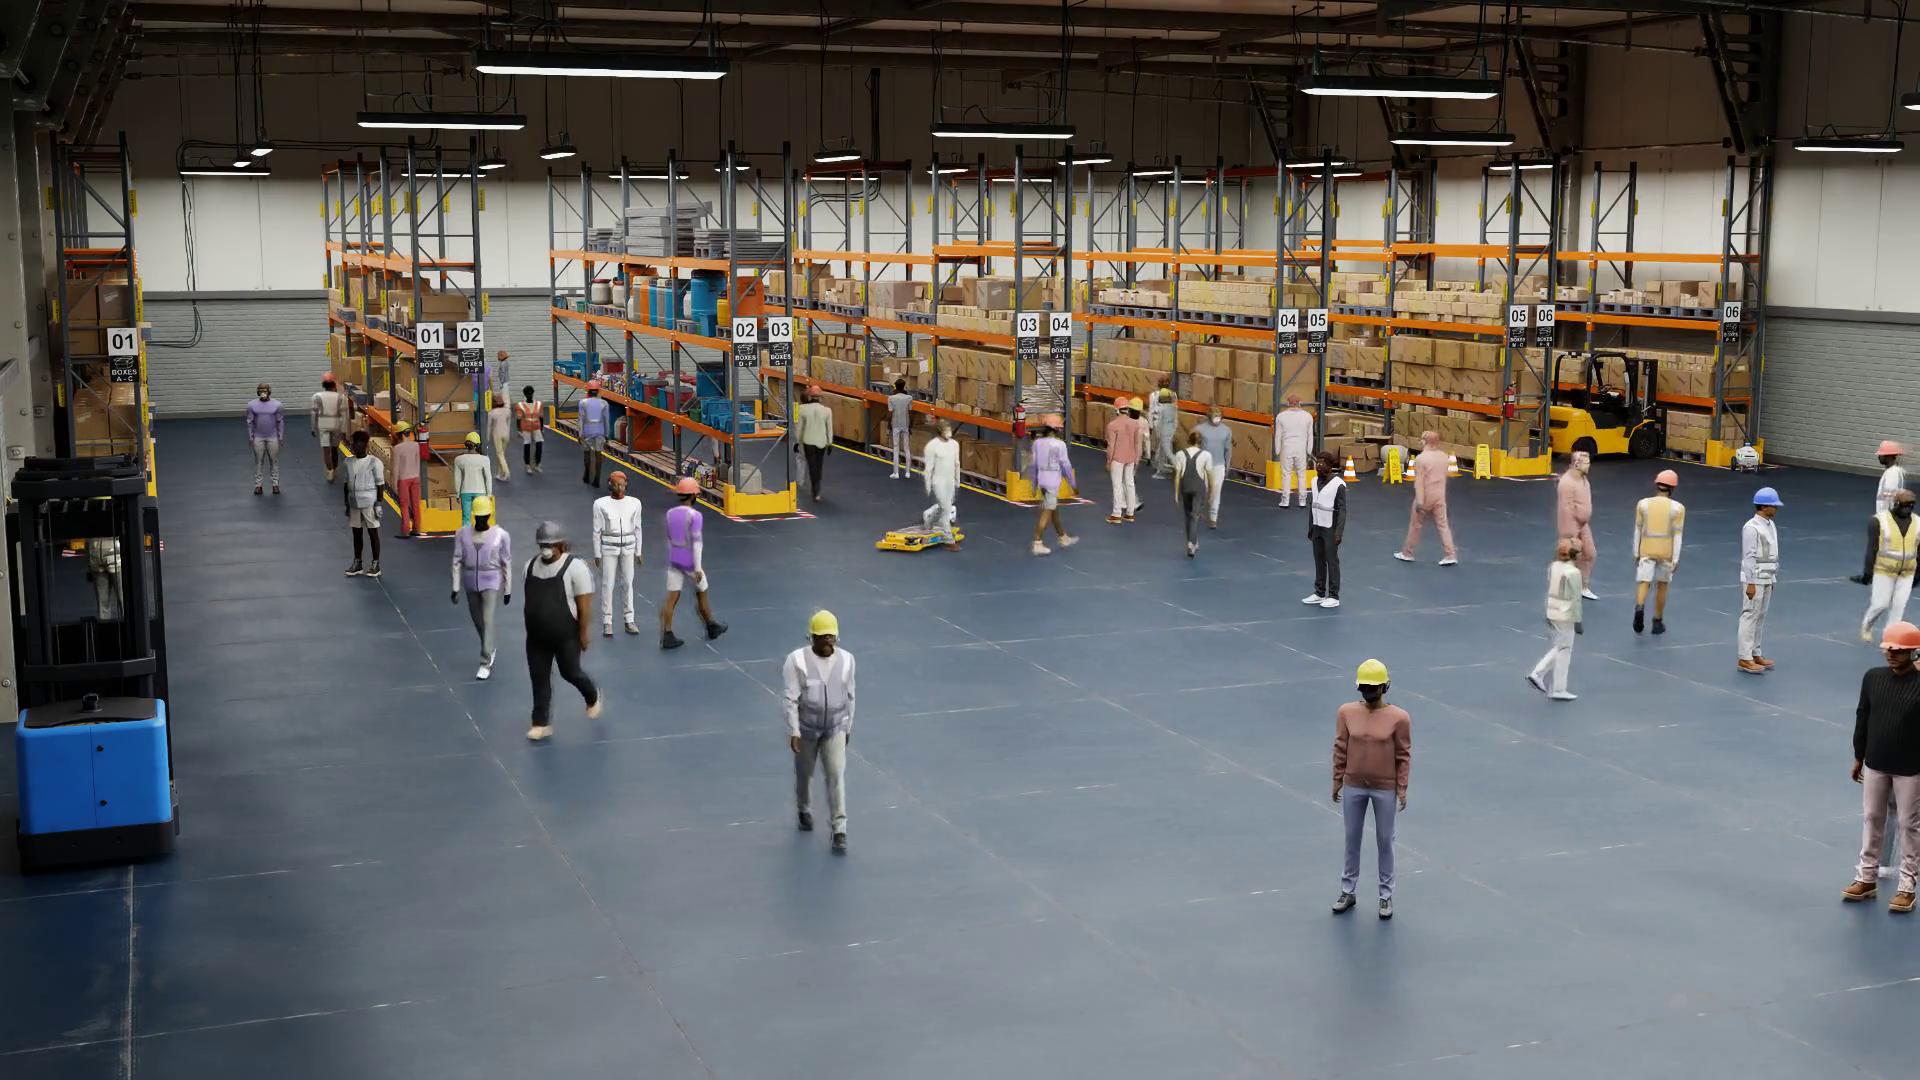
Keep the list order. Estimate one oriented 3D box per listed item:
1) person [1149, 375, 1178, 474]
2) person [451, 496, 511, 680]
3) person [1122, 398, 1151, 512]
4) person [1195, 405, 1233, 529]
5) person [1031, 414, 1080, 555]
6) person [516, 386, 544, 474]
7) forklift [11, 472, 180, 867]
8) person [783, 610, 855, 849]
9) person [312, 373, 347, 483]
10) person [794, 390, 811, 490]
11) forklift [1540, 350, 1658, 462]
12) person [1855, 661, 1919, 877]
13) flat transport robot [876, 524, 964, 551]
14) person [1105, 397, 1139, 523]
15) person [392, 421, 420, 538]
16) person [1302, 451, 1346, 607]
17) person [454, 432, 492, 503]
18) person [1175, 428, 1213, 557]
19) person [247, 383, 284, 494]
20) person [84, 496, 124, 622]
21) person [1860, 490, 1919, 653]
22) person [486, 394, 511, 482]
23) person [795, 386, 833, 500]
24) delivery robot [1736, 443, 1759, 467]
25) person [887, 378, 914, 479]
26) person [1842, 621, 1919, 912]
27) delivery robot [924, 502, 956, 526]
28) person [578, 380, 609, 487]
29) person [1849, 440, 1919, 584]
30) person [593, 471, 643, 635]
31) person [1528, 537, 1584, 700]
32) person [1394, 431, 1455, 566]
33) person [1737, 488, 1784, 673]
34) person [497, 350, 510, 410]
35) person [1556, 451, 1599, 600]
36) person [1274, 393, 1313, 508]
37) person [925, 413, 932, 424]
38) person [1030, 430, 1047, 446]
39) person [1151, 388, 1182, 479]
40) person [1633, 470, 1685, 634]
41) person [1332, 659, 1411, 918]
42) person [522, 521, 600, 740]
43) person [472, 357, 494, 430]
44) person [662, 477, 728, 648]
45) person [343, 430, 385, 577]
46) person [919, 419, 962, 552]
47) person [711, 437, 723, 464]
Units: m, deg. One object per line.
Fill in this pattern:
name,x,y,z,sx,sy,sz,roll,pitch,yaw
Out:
person,3.864,-2.228,39.993,0.584,1.858,0.860,-3,9,-22
person,-4.999,0.456,21.986,0.588,1.890,0.931,1,9,6
person,2.861,-1.399,34.401,0.605,1.863,1.007,-4,9,-24
person,3.914,-1.153,32.592,0.647,1.924,0.553,-1,9,-7
person,1.395,-0.803,29.995,1.010,1.993,0.613,-6,10,-35
person,-8.071,-2.059,39.447,0.549,1.667,0.670,-4,9,-24
forklift,-6.630,0.886,15.957,1.129,2.768,1.873,-3,9,-21
person,-1.073,1.408,15.997,0.582,1.790,0.949,-2,9,-16
person,-11.575,-2.069,38.467,0.609,2.000,1.041,-4,9,-25
person,-2.675,-1.744,36.955,0.644,1.802,0.956,-3,9,-17
forklift,12.897,-2.725,42.309,2.313,2.155,1.214,-3,9,-21
person,6.875,1.639,15.010,0.667,1.612,0.321,4,9,26
flat transport robot,-0.579,-0.047,30.838,0.652,0.197,1.431,5,10,31
person,2.557,-1.269,33.122,0.611,1.995,0.375,-6,10,-34
person,-8.355,-0.914,31.551,0.332,1.755,0.527,5,10,31
person,4.525,-0.141,25.858,0.375,1.915,0.598,-5,10,-30
person,-6.913,-0.655,29.789,0.533,1.767,0.326,0,9,1
person,3.320,-0.684,29.871,0.524,1.816,0.906,3,9,18
person,-12.185,-1.789,36.770,0.627,1.940,0.372,-2,9,-14
person,-9.433,0.293,23.241,0.597,1.831,0.403,1,9,5
person,10.218,0.342,22.954,0.650,1.820,0.546,0,9,1
person,-8.435,-1.881,38.533,0.503,1.600,0.766,-7,11,-40
person,-2.503,-1.674,36.006,0.621,1.949,1.020,-3,9,-18
delivery robot,15.023,-1.603,39.956,0.477,0.478,0.707,2,9,13
person,-1.112,-2.078,38.932,0.508,1.872,0.329,-3,9,-18
person,6.422,1.539,14.396,0.379,1.996,0.608,-7,11,-38
delivery robot,-0.303,-0.383,31.823,0.477,0.478,0.707,2,9,16
person,-6.648,-1.945,37.910,0.578,1.902,0.912,-3,9,-17
person,12.196,-0.350,27.323,0.912,1.909,0.545,3,9,18
person,-3.925,0.145,24.060,0.576,1.884,0.355,-4,9,-24
person,5.941,0.777,20.707,0.394,1.631,0.521,-1,9,-7
person,6.514,-0.580,29.024,0.664,1.853,1.010,-5,10,-32
person,8.431,0.411,22.073,0.397,1.945,0.617,7,11,39
person,-11.237,-3.856,51.565,0.283,1.633,0.498,0,9,-1
person,7.715,-0.162,26.083,0.647,1.884,0.662,8,11,41
person,5.552,-1.491,34.898,0.652,1.906,0.403,-1,9,-4
person,-0.645,-2.806,44.654,0.522,1.604,0.816,-3,9,-22
person,1.683,-2.847,44.631,0.533,1.697,0.318,1,9,8
person,3.868,-1.953,38.668,0.785,1.706,0.486,7,11,39
person,7.958,0.156,23.944,0.571,1.905,0.767,5,10,30
person,2.787,1.677,14.239,0.533,1.768,0.310,4,9,24
person,-3.697,0.794,19.358,0.689,2.000,0.848,3,9,19
person,-10.944,-3.390,47.822,0.559,1.823,0.447,-3,9,-17
person,-3.019,0.235,23.448,0.565,1.882,0.975,6,10,35
person,-7.998,-0.494,28.047,0.600,1.967,0.368,3,9,19
person,-0.301,-0.825,30.481,0.635,1.910,0.905,-8,12,-44
person,-4.838,-2.510,41.641,0.614,1.923,0.751,-3,9,-22
